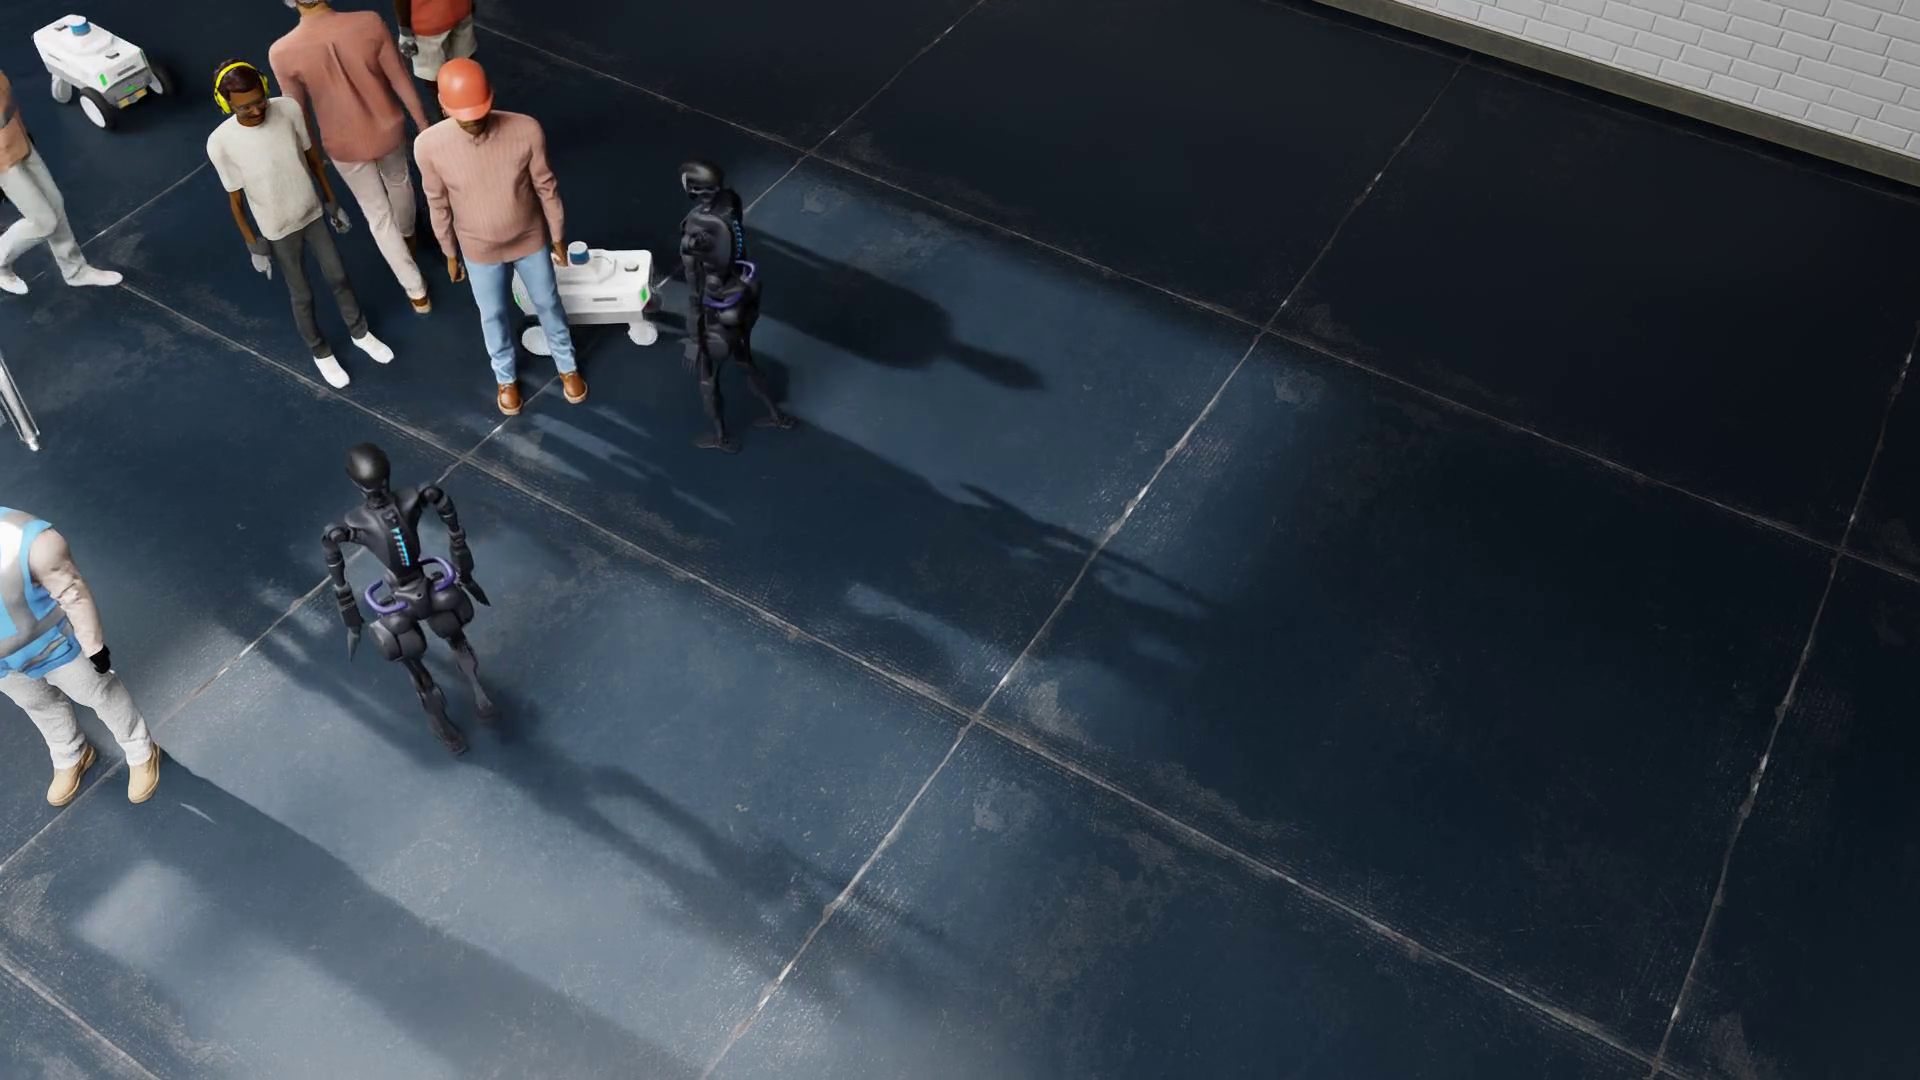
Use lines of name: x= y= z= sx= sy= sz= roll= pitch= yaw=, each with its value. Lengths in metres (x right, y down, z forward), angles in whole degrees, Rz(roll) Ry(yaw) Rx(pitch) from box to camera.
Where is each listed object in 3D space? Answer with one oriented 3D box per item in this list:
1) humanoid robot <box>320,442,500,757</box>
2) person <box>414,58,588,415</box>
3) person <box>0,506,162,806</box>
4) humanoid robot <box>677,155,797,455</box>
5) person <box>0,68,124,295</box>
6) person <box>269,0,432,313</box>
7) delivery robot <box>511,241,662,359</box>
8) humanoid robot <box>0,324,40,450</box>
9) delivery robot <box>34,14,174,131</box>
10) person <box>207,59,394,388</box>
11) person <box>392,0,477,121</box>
humanoid robot: x=-2.178 y=0.278 z=6.639 sx=0.589 sy=1.647 sz=0.372 roll=-31 pitch=56 yaw=-25
person: x=-2.170 y=-1.423 z=7.921 sx=0.609 sy=1.987 sz=0.393 roll=-13 pitch=50 yaw=-11
person: x=-3.606 y=0.402 z=6.424 sx=0.620 sy=1.838 sz=0.429 roll=0 pitch=49 yaw=0
humanoid robot: x=-1.085 y=-1.081 z=7.839 sx=0.473 sy=1.649 sz=0.609 roll=14 pitch=50 yaw=12
person: x=-4.954 y=-2.011 z=8.489 sx=0.566 sy=1.909 sz=0.581 roll=-5 pitch=49 yaw=-5
person: x=-3.103 y=-2.148 z=8.589 sx=0.655 sy=1.933 sz=0.954 roll=-25 pitch=54 yaw=-21
delivery robot: x=-1.968 y=-1.310 z=8.765 sx=0.775 sy=0.585 sz=0.499 roll=-2 pitch=49 yaw=-2
humanoid robot: x=-4.846 y=-1.104 z=7.815 sx=0.548 sy=1.778 sz=0.879 roll=-27 pitch=54 yaw=-21
delivery robot: x=-5.269 y=-2.895 z=10.153 sx=0.761 sy=0.590 sz=0.524 roll=29 pitch=55 yaw=23
person: x=-3.232 y=-1.530 z=8.102 sx=0.345 sy=1.856 sz=0.520 roll=33 pitch=56 yaw=25
person: x=-2.933 y=-2.973 z=9.301 sx=0.389 sy=1.950 sz=0.620 roll=20 pitch=52 yaw=17
